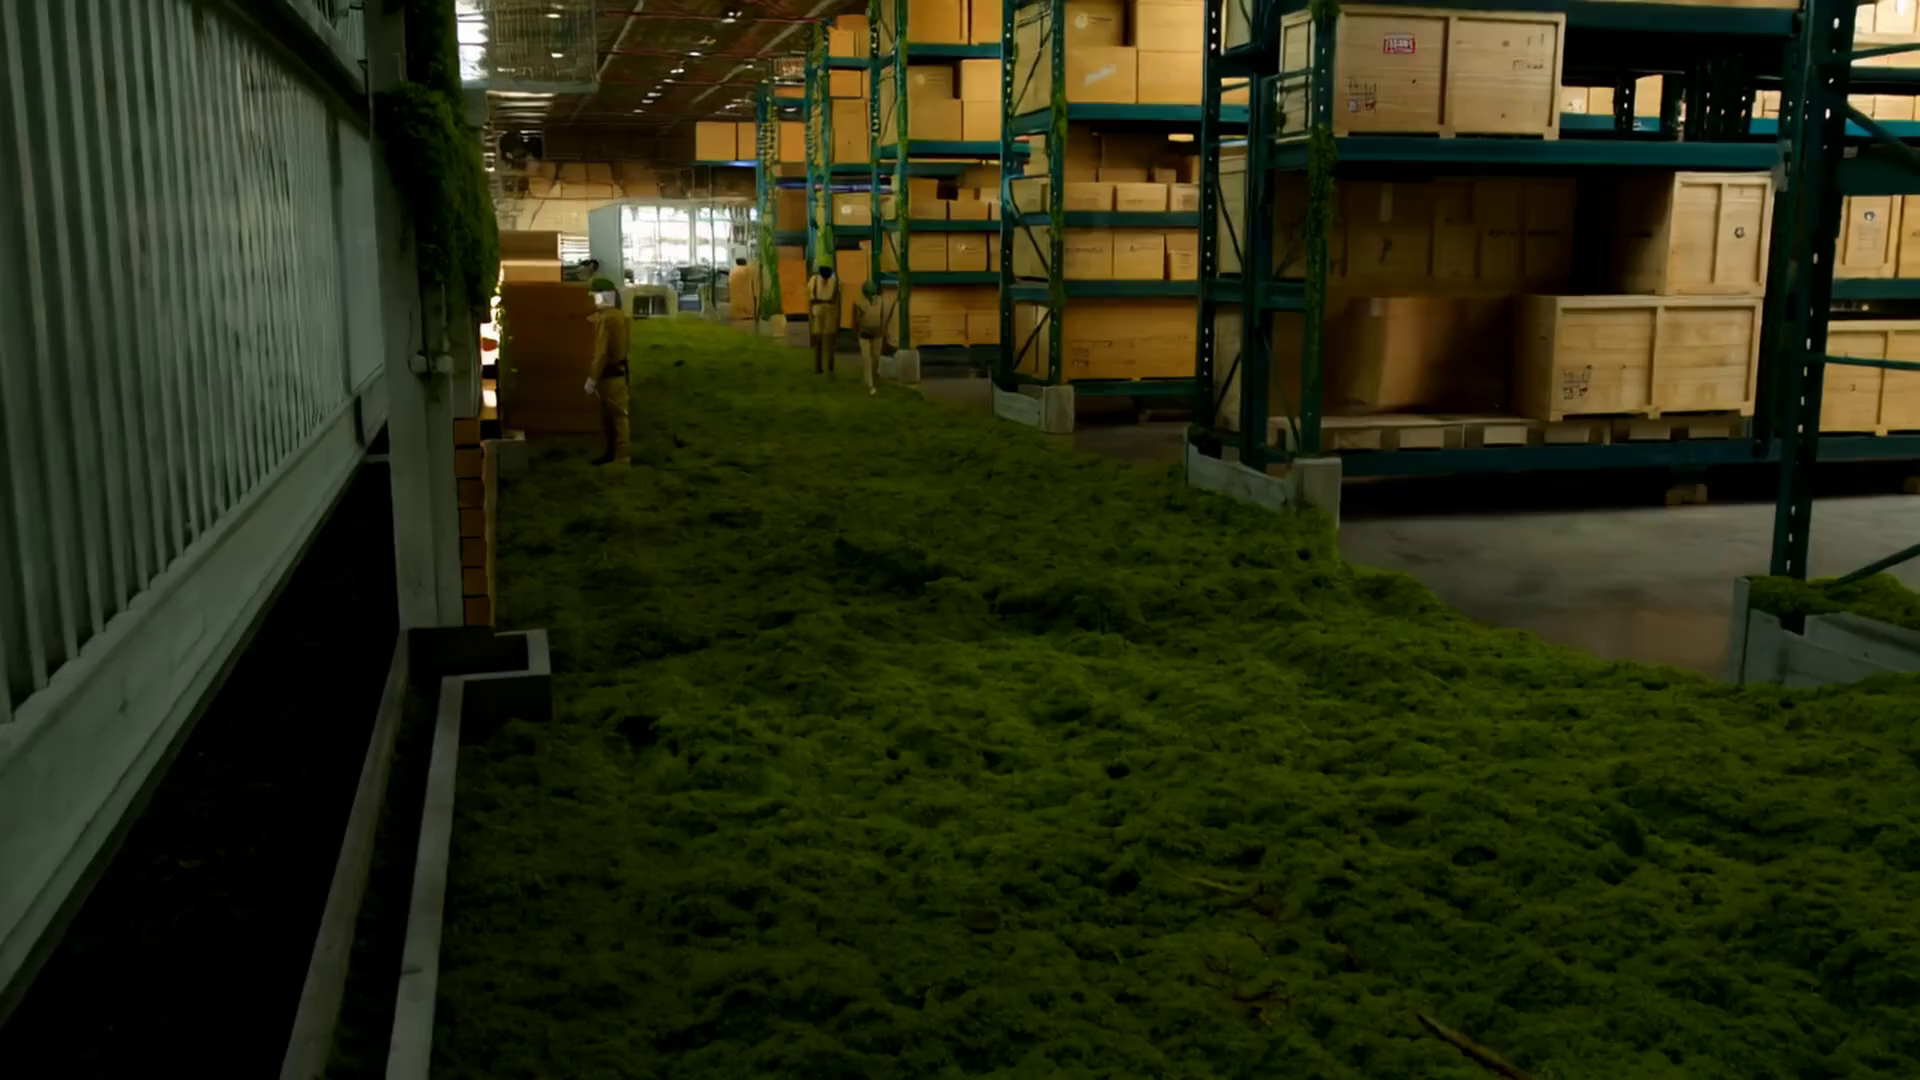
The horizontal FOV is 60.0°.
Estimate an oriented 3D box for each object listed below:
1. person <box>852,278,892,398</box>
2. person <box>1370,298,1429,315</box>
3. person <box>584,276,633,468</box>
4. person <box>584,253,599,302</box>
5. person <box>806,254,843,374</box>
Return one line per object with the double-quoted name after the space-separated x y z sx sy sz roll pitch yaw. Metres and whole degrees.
-1.194 -2.746 22.561 0.529 1.595 0.847 -2 10 -13 "person"
4.343 -1.831 16.435 1.073 1.939 0.610 -8 13 -38 "person"
-3.245 -1.542 15.296 0.327 1.750 0.561 6 12 31 "person"
-13.419 -9.559 60.593 0.593 1.795 0.989 -5 11 -26 "person"
-2.158 -3.598 26.492 0.586 1.907 0.499 0 10 2 "person"
